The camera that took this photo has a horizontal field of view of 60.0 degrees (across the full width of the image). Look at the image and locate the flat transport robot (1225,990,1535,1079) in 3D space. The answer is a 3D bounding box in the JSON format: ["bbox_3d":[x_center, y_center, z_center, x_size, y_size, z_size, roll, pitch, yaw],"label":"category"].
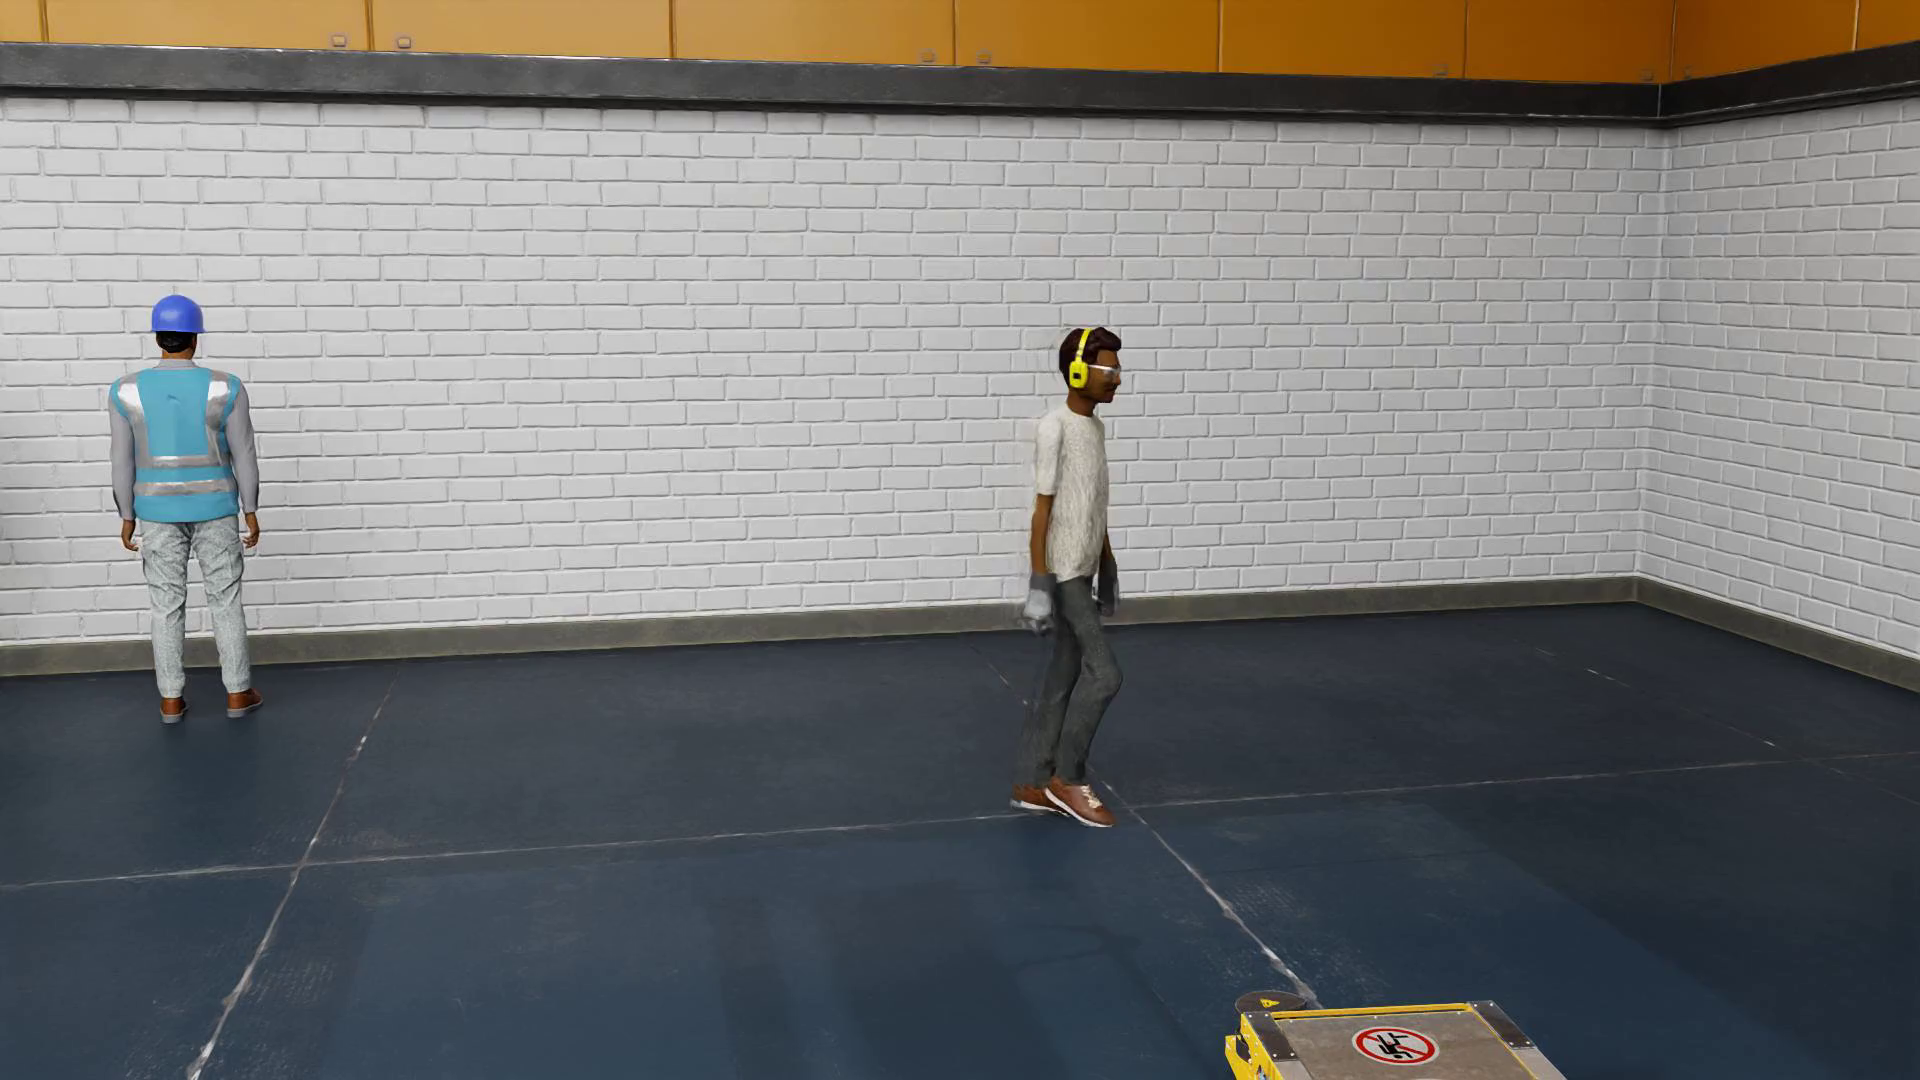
[{"bbox_3d":[1.080,1.353,3.610,0.652,0.197,1.431,-1,9,-6],"label":"flat transport robot"}]

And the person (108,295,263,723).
[{"bbox_3d":[-3.526,-0.140,7.611,0.612,1.946,0.405,-3,10,-17],"label":"person"}]

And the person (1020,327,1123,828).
[{"bbox_3d":[0.464,0.143,6.180,0.584,1.848,0.552,4,10,23],"label":"person"}]
